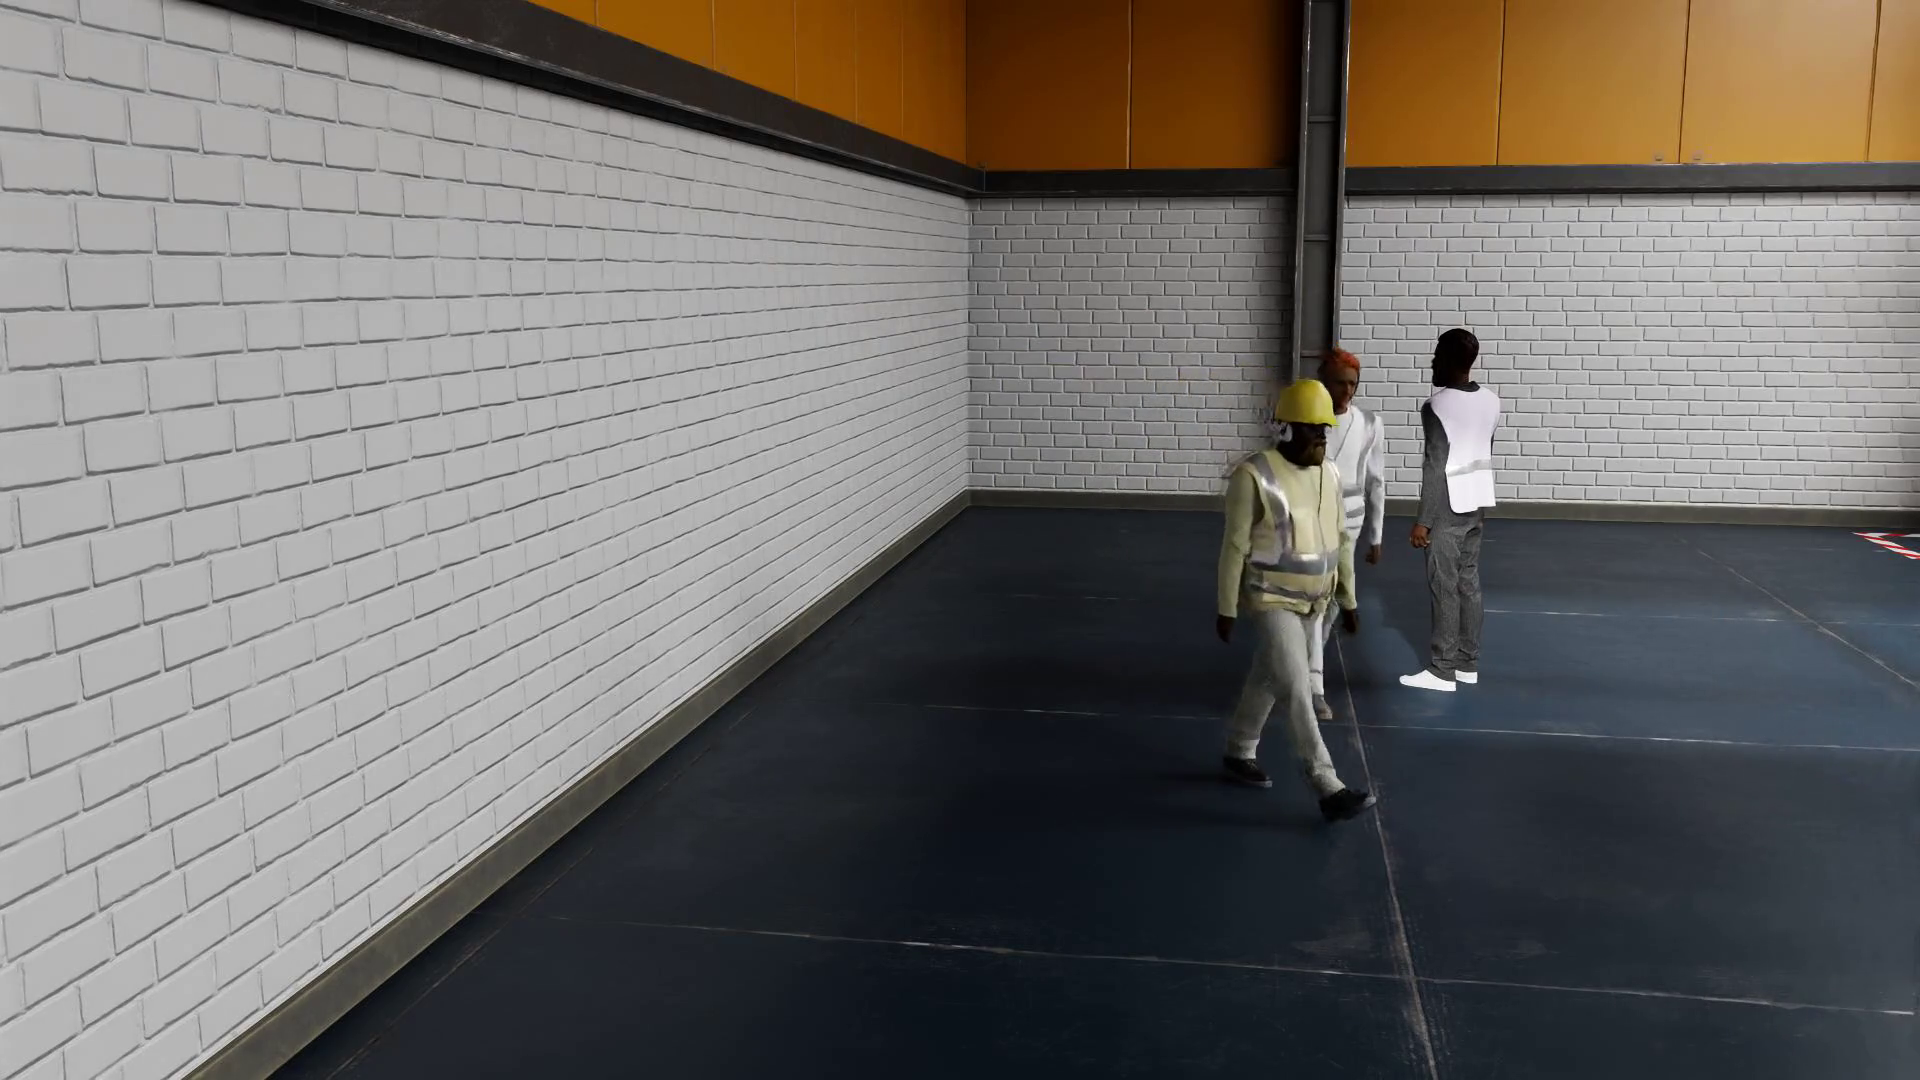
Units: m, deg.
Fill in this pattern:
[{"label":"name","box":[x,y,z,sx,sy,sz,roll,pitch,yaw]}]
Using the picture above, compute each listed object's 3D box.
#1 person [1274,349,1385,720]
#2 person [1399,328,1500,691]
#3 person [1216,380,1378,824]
[{"label":"person","box":[1.871,-0.072,8.586,0.596,1.846,0.941,-1,9,-4]},{"label":"person","box":[2.623,-0.157,8.831,0.592,1.921,0.389,-8,12,-42]},{"label":"person","box":[1.401,0.235,6.849,0.605,1.774,0.949,-7,11,-36]}]
